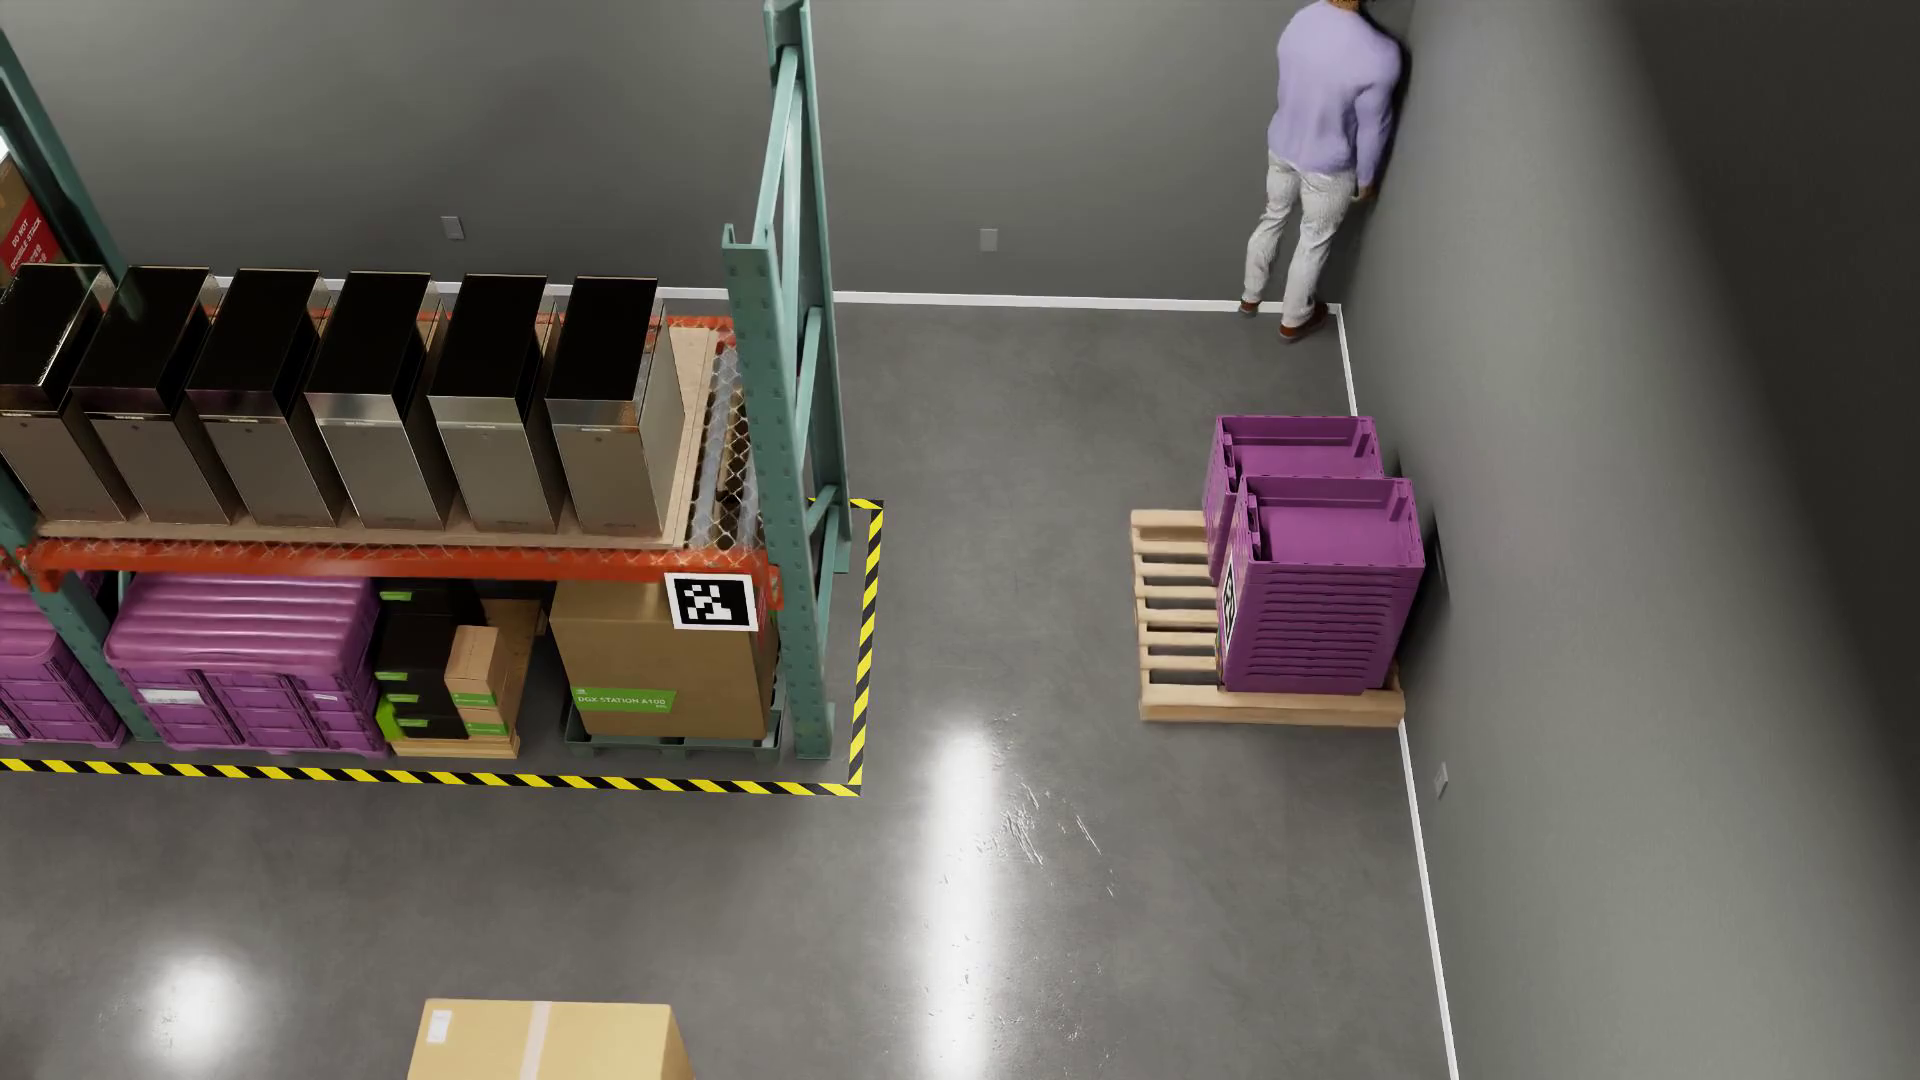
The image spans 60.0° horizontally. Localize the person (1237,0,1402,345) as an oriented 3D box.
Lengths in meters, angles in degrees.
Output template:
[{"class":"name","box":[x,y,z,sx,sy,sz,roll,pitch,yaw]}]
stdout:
[{"class":"person","box":[1.481,-1.647,6.997,0.638,1.928,0.397,37,61,26]}]
